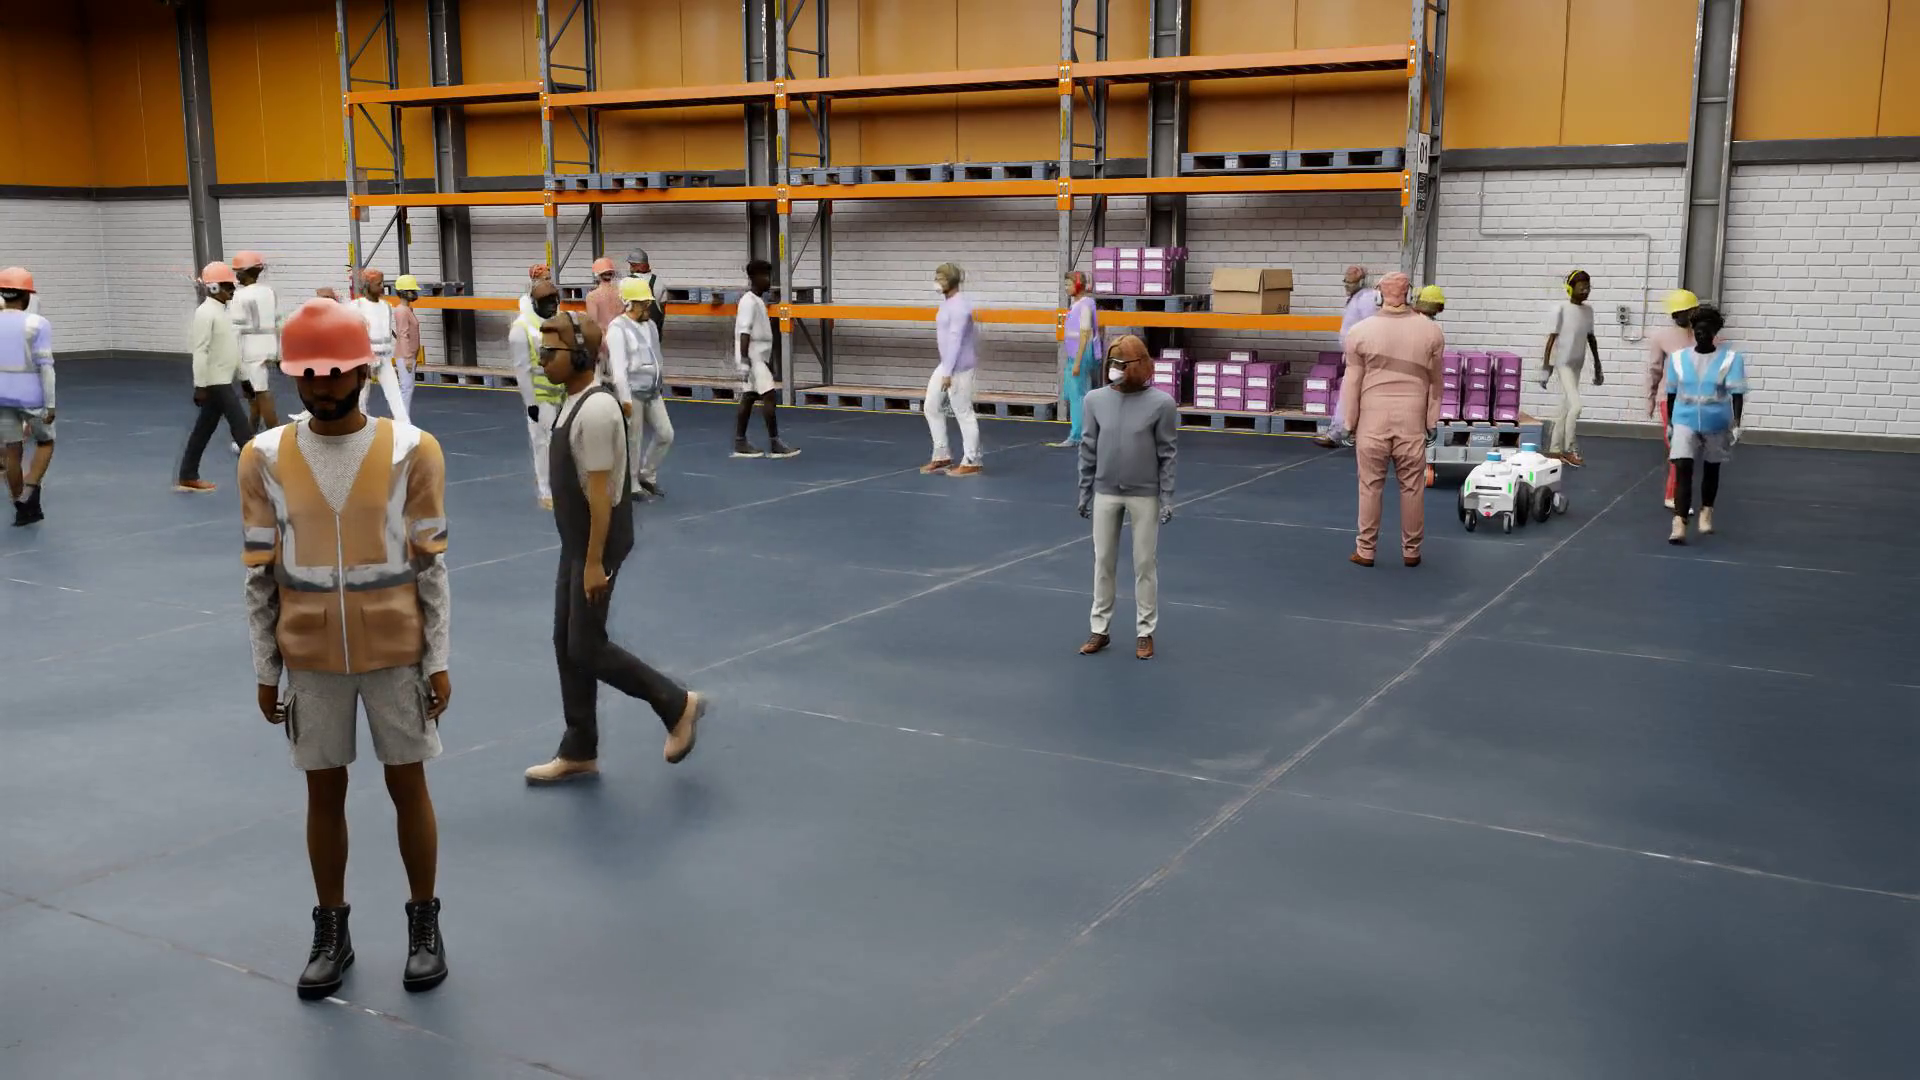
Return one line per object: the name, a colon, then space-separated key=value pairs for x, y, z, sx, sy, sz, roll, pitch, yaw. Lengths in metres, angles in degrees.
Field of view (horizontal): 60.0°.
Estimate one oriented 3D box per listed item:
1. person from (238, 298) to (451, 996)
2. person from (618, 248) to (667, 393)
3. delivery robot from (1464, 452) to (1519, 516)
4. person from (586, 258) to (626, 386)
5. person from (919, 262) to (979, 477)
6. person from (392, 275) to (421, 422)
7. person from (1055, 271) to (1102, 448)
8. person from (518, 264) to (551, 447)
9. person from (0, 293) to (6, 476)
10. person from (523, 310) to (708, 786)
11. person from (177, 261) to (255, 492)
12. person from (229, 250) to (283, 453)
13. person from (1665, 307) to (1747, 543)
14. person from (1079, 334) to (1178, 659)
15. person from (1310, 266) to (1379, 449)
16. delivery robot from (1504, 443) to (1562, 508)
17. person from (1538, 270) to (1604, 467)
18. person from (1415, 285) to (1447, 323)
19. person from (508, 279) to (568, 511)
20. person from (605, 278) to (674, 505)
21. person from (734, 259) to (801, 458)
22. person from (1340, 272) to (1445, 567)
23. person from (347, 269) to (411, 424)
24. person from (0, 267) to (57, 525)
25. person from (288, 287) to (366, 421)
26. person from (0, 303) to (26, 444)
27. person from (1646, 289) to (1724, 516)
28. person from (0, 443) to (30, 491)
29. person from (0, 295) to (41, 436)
person: x=-1.670 y=0.310 z=4.563 sx=0.541 sy=1.932 sz=0.382 roll=-2 pitch=10 yaw=-11
person: x=-4.219 y=-2.804 z=21.874 sx=0.684 sy=2.000 sz=0.537 roll=-9 pitch=13 yaw=-40
delivery robot: x=3.900 y=-0.398 z=12.188 sx=0.477 sy=0.478 sz=0.707 roll=4 pitch=11 yaw=21
person: x=-4.025 y=-2.258 z=19.092 sx=1.053 sy=1.941 sz=0.630 roll=10 pitch=14 yaw=43
person: x=-0.122 y=-1.500 z=14.856 sx=0.676 sy=1.904 sz=0.632 roll=-3 pitch=10 yaw=-16
person: x=-5.843 y=-1.921 z=17.649 sx=0.315 sy=1.769 sz=0.523 roll=-3 pitch=10 yaw=-14
person: x=1.279 y=-1.847 z=17.083 sx=0.540 sy=1.824 sz=0.566 roll=-2 pitch=10 yaw=-10
person: x=-4.297 y=-1.889 z=17.150 sx=0.355 sy=1.879 sz=0.574 roll=3 pitch=10 yaw=17
person: x=-8.814 y=-1.492 z=15.051 sx=0.404 sy=1.826 sz=0.591 roll=0 pitch=10 yaw=-2
person: x=-1.363 y=0.039 z=6.379 sx=0.621 sy=1.831 sz=0.539 roll=-5 pitch=11 yaw=-24
person: x=-6.139 y=-1.349 z=13.932 sx=1.057 sy=1.934 sz=0.641 roll=-2 pitch=10 yaw=-10
person: x=-6.996 y=-1.803 z=16.256 sx=0.823 sy=2.018 sz=0.637 roll=2 pitch=10 yaw=13
person: x=5.234 y=-0.814 z=11.709 sx=0.544 sy=1.647 sz=0.899 roll=6 pitch=12 yaw=31
person: x=0.836 y=-0.214 z=8.357 sx=0.503 sy=1.631 sz=0.283 roll=4 pitch=11 yaw=21
person: x=4.002 y=-1.869 z=17.102 sx=0.843 sy=1.856 sz=0.719 roll=1 pitch=10 yaw=5
delivery robot: x=4.350 y=-0.500 z=12.764 sx=0.477 sy=0.478 sz=0.707 roll=8 pitch=13 yaw=36
person: x=5.789 y=-1.601 z=15.622 sx=0.690 sy=1.835 sz=0.661 roll=-6 pitch=12 yaw=-30
person: x=4.516 y=-1.604 z=16.049 sx=0.917 sy=1.683 sz=0.500 roll=4 pitch=11 yaw=20
person: x=-3.106 y=-1.088 z=12.807 sx=0.634 sy=1.811 sz=0.646 roll=8 pitch=13 yaw=38
person: x=-2.571 y=-1.183 z=13.325 sx=0.436 sy=1.817 sz=0.609 roll=5 pitch=11 yaw=26
person: x=-1.865 y=-1.757 z=16.215 sx=0.818 sy=1.936 sz=0.641 roll=0 pitch=10 yaw=2
person: x=2.777 y=-0.767 z=10.740 sx=0.639 sy=1.902 sz=0.407 roll=1 pitch=10 yaw=3
person: x=-5.789 y=-1.765 z=16.581 sx=0.989 sy=1.823 sz=0.583 roll=6 pitch=12 yaw=31
person: x=-6.964 y=-1.056 z=12.329 sx=0.551 sy=1.918 sz=0.450 roll=-1 pitch=10 yaw=-7
person: x=-7.323 y=-2.120 z=19.245 sx=0.876 sy=1.587 sz=0.538 roll=-3 pitch=10 yaw=-15
person: x=-10.017 y=-1.779 z=17.296 sx=0.504 sy=1.605 sz=0.630 roll=-7 pitch=12 yaw=-35
person: x=5.587 y=-1.045 z=12.789 sx=0.501 sy=1.734 sz=0.616 roll=0 pitch=10 yaw=2
person: x=-7.810 y=-1.085 z=13.420 sx=0.517 sy=1.599 sz=0.802 roll=2 pitch=10 yaw=10
person: x=-10.202 y=-2.051 z=18.168 sx=0.413 sy=1.844 sz=0.497 roll=7 pitch=12 yaw=33
